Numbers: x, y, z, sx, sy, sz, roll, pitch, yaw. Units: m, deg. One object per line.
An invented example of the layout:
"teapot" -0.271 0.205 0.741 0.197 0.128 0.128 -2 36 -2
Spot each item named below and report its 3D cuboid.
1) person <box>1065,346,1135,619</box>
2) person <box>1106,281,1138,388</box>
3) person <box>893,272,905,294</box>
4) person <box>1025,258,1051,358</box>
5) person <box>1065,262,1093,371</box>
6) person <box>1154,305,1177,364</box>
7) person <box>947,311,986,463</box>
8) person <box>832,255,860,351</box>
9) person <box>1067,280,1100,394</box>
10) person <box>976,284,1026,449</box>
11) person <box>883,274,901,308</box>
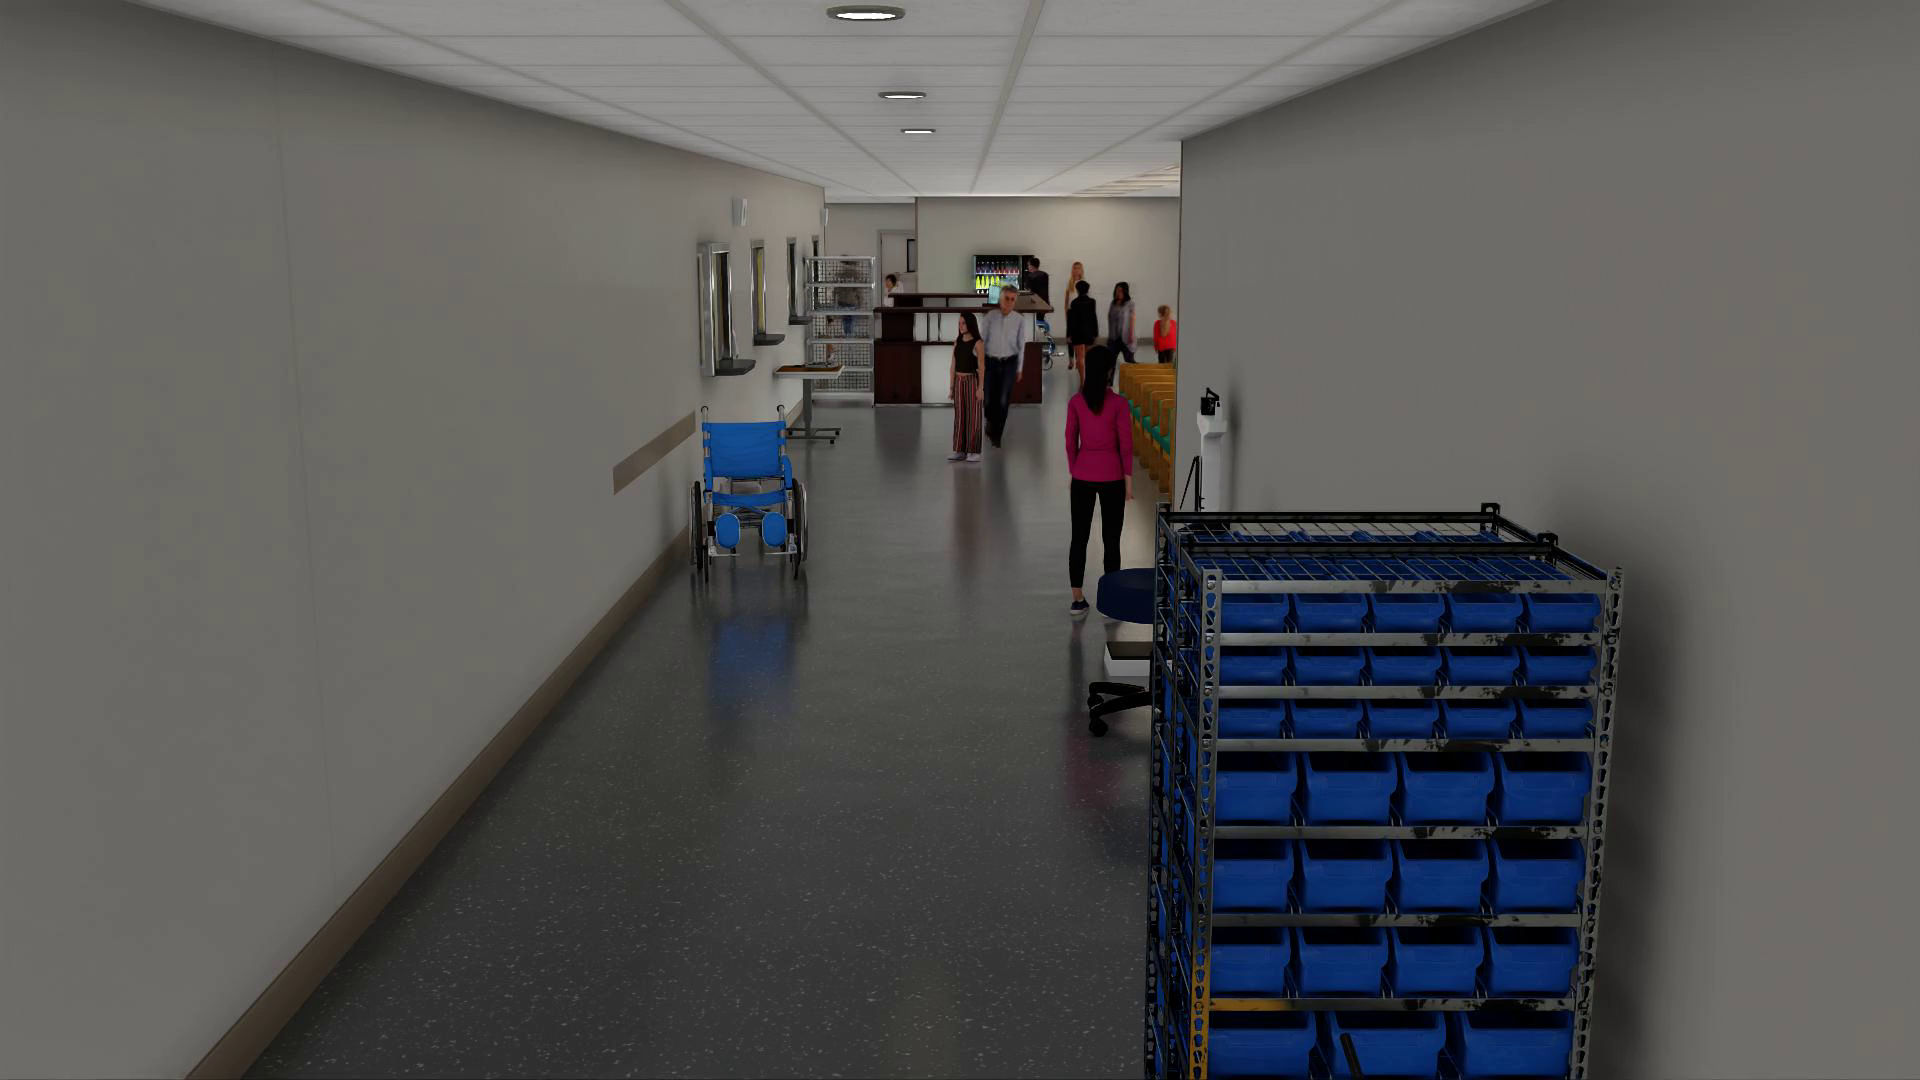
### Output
"person" 0.863 -0.371 10.449 0.635 1.698 0.737 5 12 25
"person" 2.489 -3.071 25.001 1.041 1.578 1.073 9 14 40
"person" -1.570 -6.056 41.533 0.511 1.279 0.612 3 11 17
"person" 1.510 -4.289 30.773 1.055 1.820 1.117 -10 15 -43
"person" 1.994 -3.757 28.048 0.939 1.791 0.698 0 11 2
"person" 3.040 -2.804 24.493 0.863 1.242 0.576 1 11 3
"person" 0.080 -1.597 17.281 0.617 1.561 0.702 8 13 36
"person" -2.222 -4.643 32.577 1.125 1.842 1.059 -5 12 -23
"person" 1.822 -2.952 24.233 0.666 1.631 0.751 -3 11 -16
"person" 0.454 -1.923 18.382 0.801 1.790 0.780 2 11 8
"person" -1.170 -4.050 30.292 0.967 1.530 0.912 -10 15 -43
